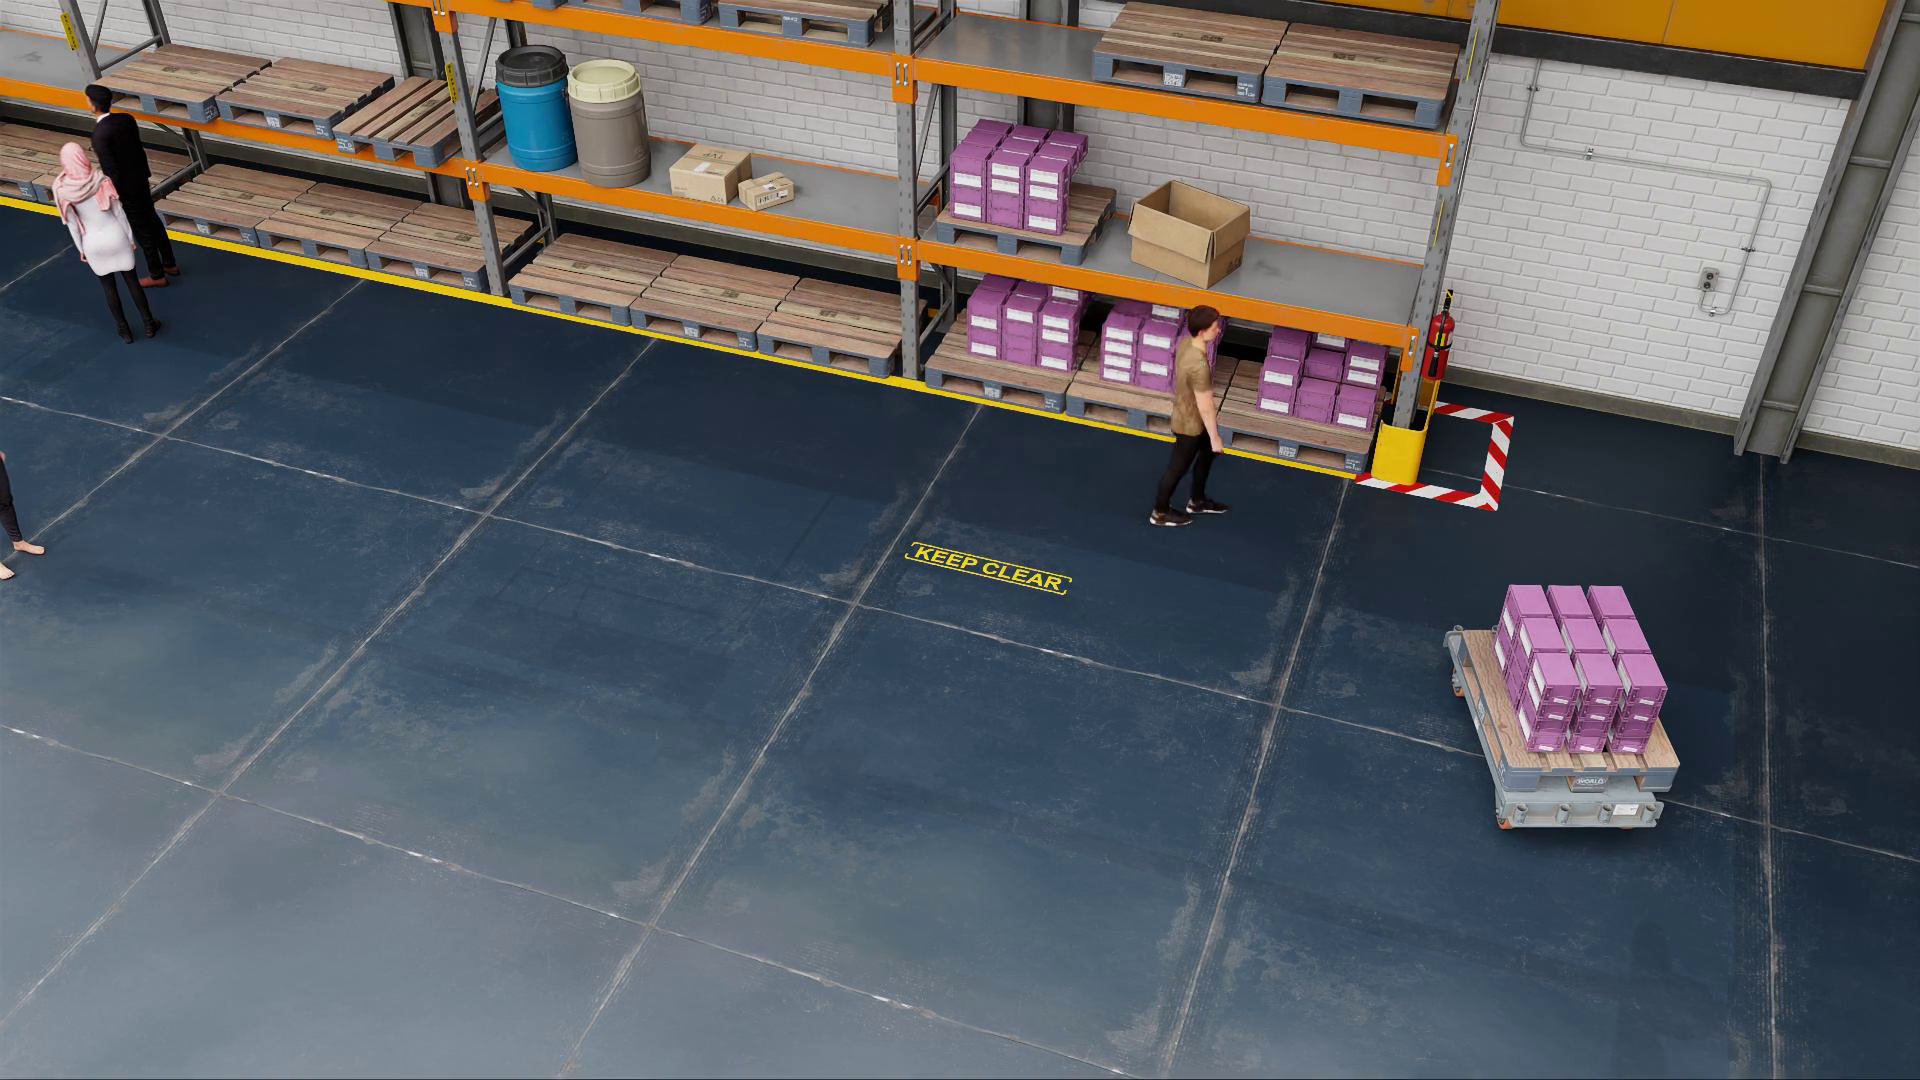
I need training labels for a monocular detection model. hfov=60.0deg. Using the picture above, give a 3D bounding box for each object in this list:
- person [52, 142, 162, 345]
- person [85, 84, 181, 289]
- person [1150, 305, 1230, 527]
[{"bbox_3d":[-7.145,-2.484,13.915,0.734,1.804,0.792,-17,42,-20],"label":"person"},{"bbox_3d":[-7.309,-3.123,14.652,0.621,1.884,0.737,6,39,7],"label":"person"},{"bbox_3d":[1.559,-0.848,11.844,0.895,1.832,0.782,3,39,4],"label":"person"}]
